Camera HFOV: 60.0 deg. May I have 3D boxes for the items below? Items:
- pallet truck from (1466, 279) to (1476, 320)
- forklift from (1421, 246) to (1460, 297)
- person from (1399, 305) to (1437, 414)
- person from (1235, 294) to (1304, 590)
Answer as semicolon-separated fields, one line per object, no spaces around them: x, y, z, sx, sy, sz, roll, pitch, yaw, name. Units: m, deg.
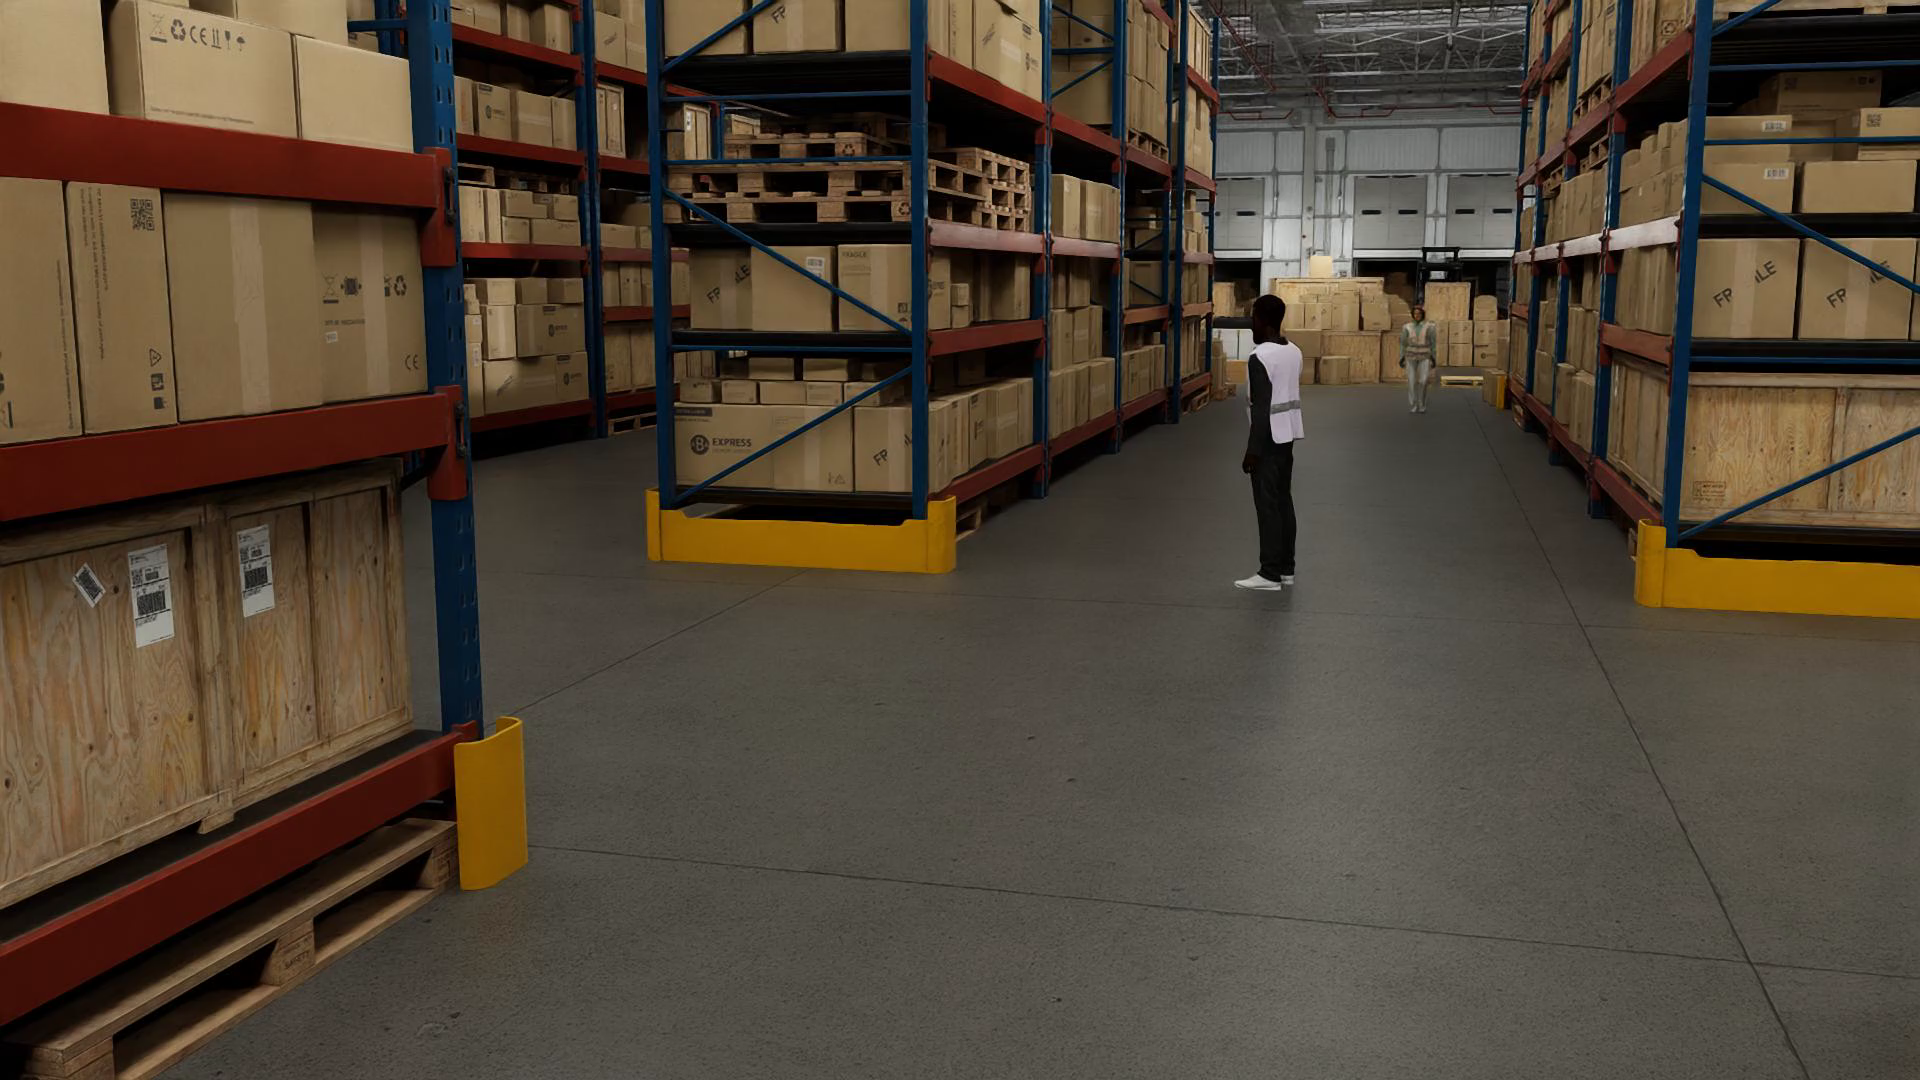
18.896;-8.459;60.307;1.885;1.965;0.823;5;10;31;pallet truck
12.220;-6.096;42.499;1.129;2.768;1.873;2;9;15;forklift
6.815;-2.680;24.815;0.543;1.611;0.672;4;10;21;person
2.035;-0.630;10.824;0.372;1.916;0.597;6;11;34;person
